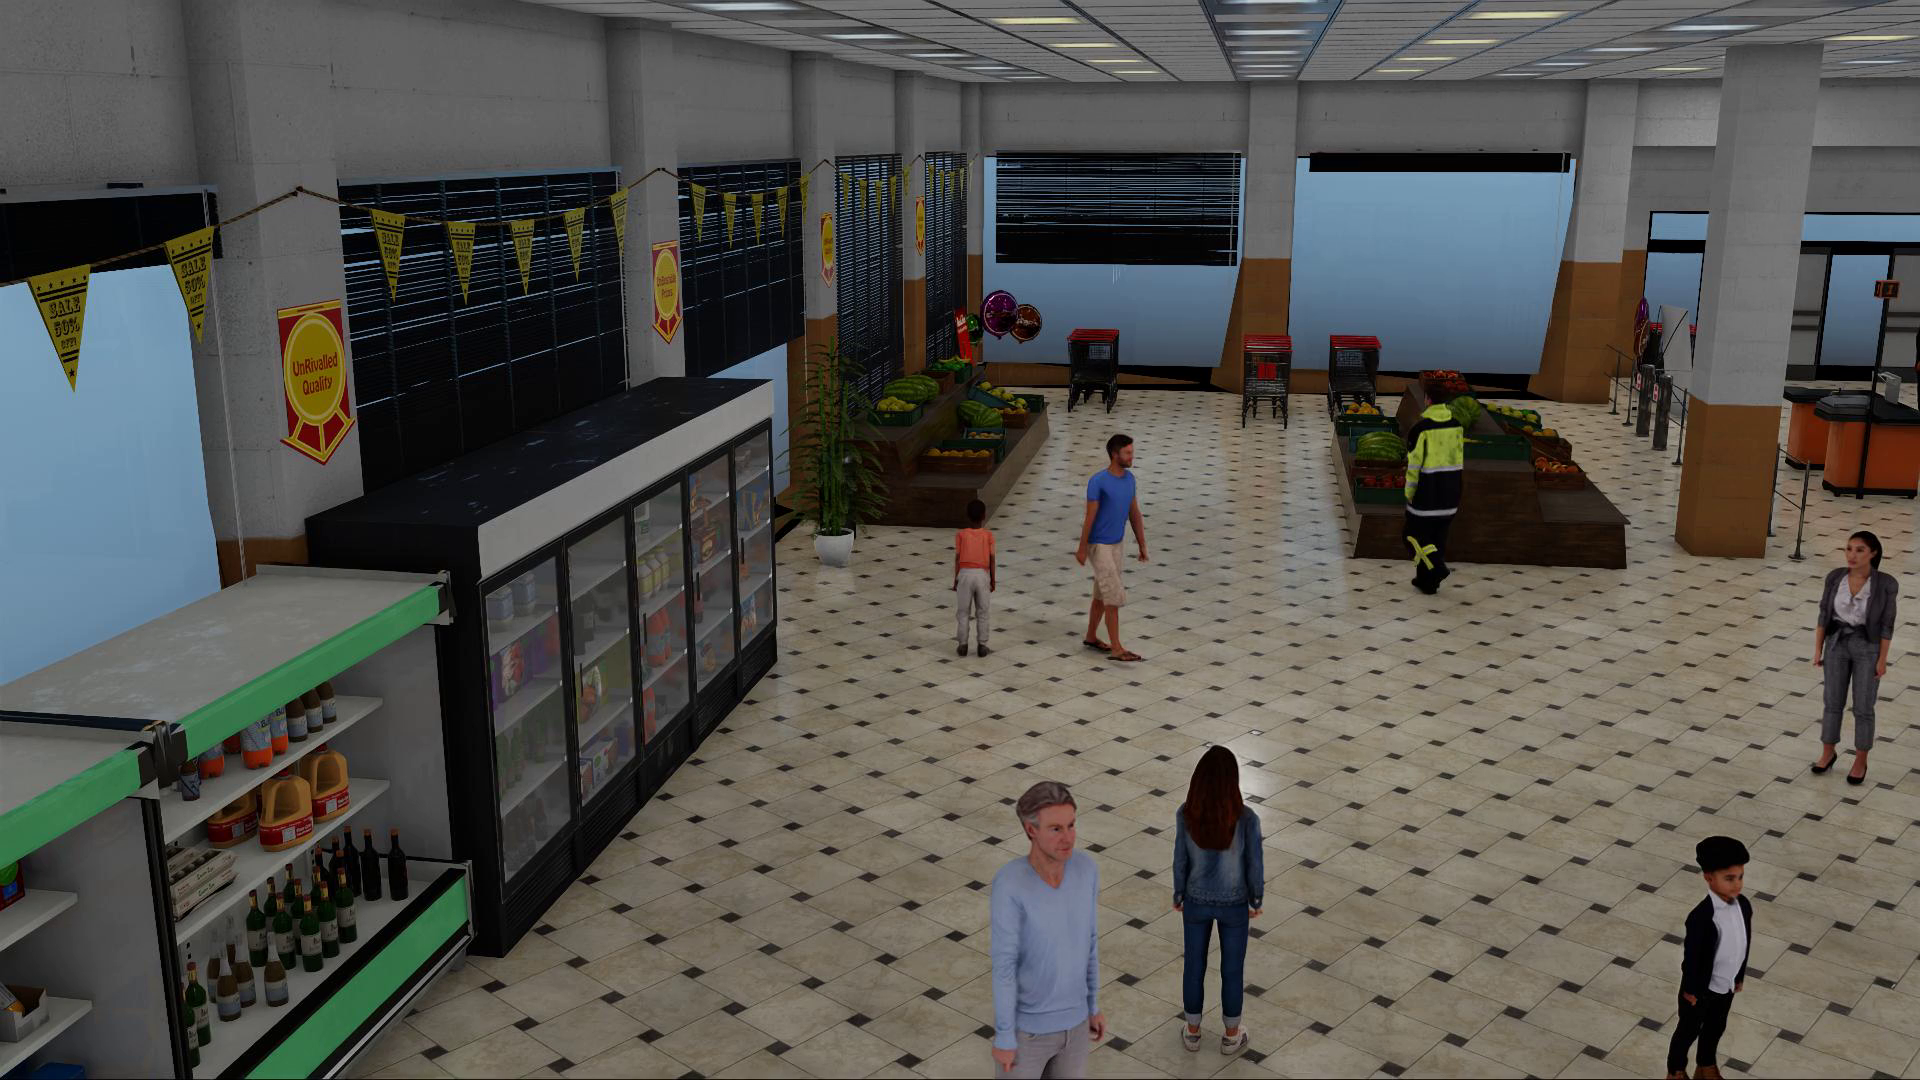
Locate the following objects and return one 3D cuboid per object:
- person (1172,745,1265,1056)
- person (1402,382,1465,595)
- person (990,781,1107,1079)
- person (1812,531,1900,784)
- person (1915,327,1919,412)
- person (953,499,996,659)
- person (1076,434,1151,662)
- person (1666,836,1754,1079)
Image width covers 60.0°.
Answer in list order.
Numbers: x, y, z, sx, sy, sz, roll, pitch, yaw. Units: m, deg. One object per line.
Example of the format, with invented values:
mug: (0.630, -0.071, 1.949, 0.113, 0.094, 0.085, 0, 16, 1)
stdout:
person: (1.172, 1.647, 7.623, 0.583, 1.477, 0.523, 4, 14, 16)
person: (4.383, -0.441, 15.197, 0.990, 1.966, 1.059, -6, 15, -22)
person: (0.300, 1.784, 6.176, 0.741, 1.893, 0.805, -10, 17, -35)
person: (5.859, 0.752, 10.896, 0.761, 1.674, 0.722, -12, 18, -41)
person: (14.363, -2.710, 24.653, 0.839, 1.918, 0.709, 11, 18, 38)
person: (0.112, 0.312, 13.483, 0.525, 1.309, 0.526, 0, 14, 0)
person: (1.118, 0.040, 13.499, 1.065, 1.832, 1.079, -13, 19, -42)
person: (3.275, 1.867, 7.261, 0.573, 1.222, 0.607, -6, 15, -23)
